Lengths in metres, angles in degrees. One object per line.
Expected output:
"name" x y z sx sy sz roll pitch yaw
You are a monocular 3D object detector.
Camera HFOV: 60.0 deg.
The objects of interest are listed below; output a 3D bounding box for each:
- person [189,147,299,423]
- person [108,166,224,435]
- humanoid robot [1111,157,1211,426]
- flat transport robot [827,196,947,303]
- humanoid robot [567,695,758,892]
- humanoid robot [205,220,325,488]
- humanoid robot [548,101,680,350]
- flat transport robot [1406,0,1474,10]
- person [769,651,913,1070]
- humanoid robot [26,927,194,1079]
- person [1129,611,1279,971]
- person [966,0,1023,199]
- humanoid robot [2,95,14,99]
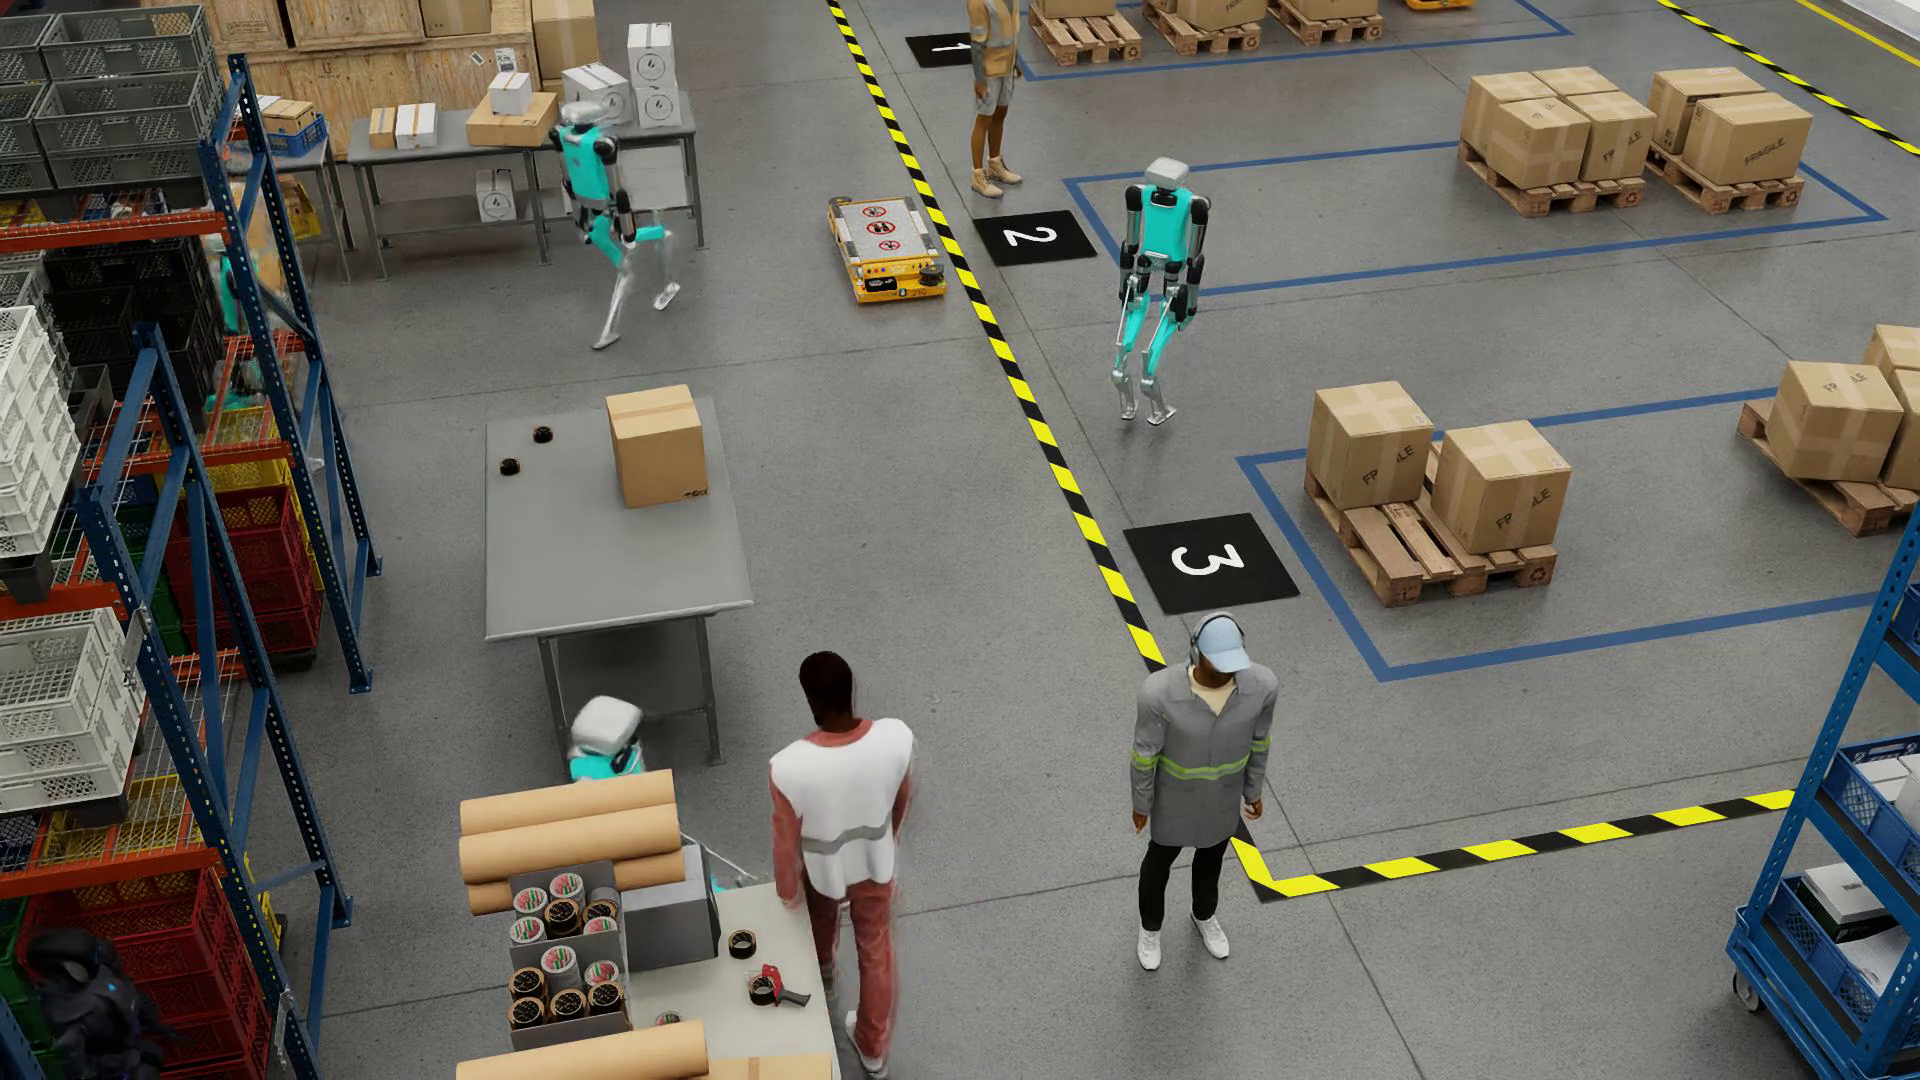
"person" -4.447 -1.600 10.337 0.446 1.908 0.557 23 43 28
"person" -4.912 -1.480 10.231 0.354 1.839 0.529 -19 41 -23
"humanoid robot" 1.136 -1.430 10.133 0.533 1.677 0.735 17 40 22
"flat transport robot" -0.570 -2.220 12.538 0.659 0.231 1.431 -8 37 -10
"humanoid robot" -1.034 1.359 6.534 1.006 1.773 0.530 6 37 8
"humanoid robot" -4.344 -0.971 9.657 1.046 1.741 0.557 -13 39 -17
"humanoid robot" -2.266 -2.231 11.368 0.535 1.767 1.030 21 42 26
"flat transport robot" 4.795 -5.929 17.500 0.652 0.197 1.431 -8 37 -10
"person" -0.489 1.208 6.590 0.605 1.855 0.932 -14 39 -18
"humanoid robot" -2.852 1.888 5.848 0.630 1.642 0.589 -7 37 -10
"person" 0.980 1.038 6.831 0.591 1.852 0.369 -6 37 -8
"person" 0.306 -3.713 13.067 0.389 2.035 0.604 22 42 27
"humanoid robot" -7.292 -3.470 12.993 0.782 1.779 0.530 -28 45 -32
